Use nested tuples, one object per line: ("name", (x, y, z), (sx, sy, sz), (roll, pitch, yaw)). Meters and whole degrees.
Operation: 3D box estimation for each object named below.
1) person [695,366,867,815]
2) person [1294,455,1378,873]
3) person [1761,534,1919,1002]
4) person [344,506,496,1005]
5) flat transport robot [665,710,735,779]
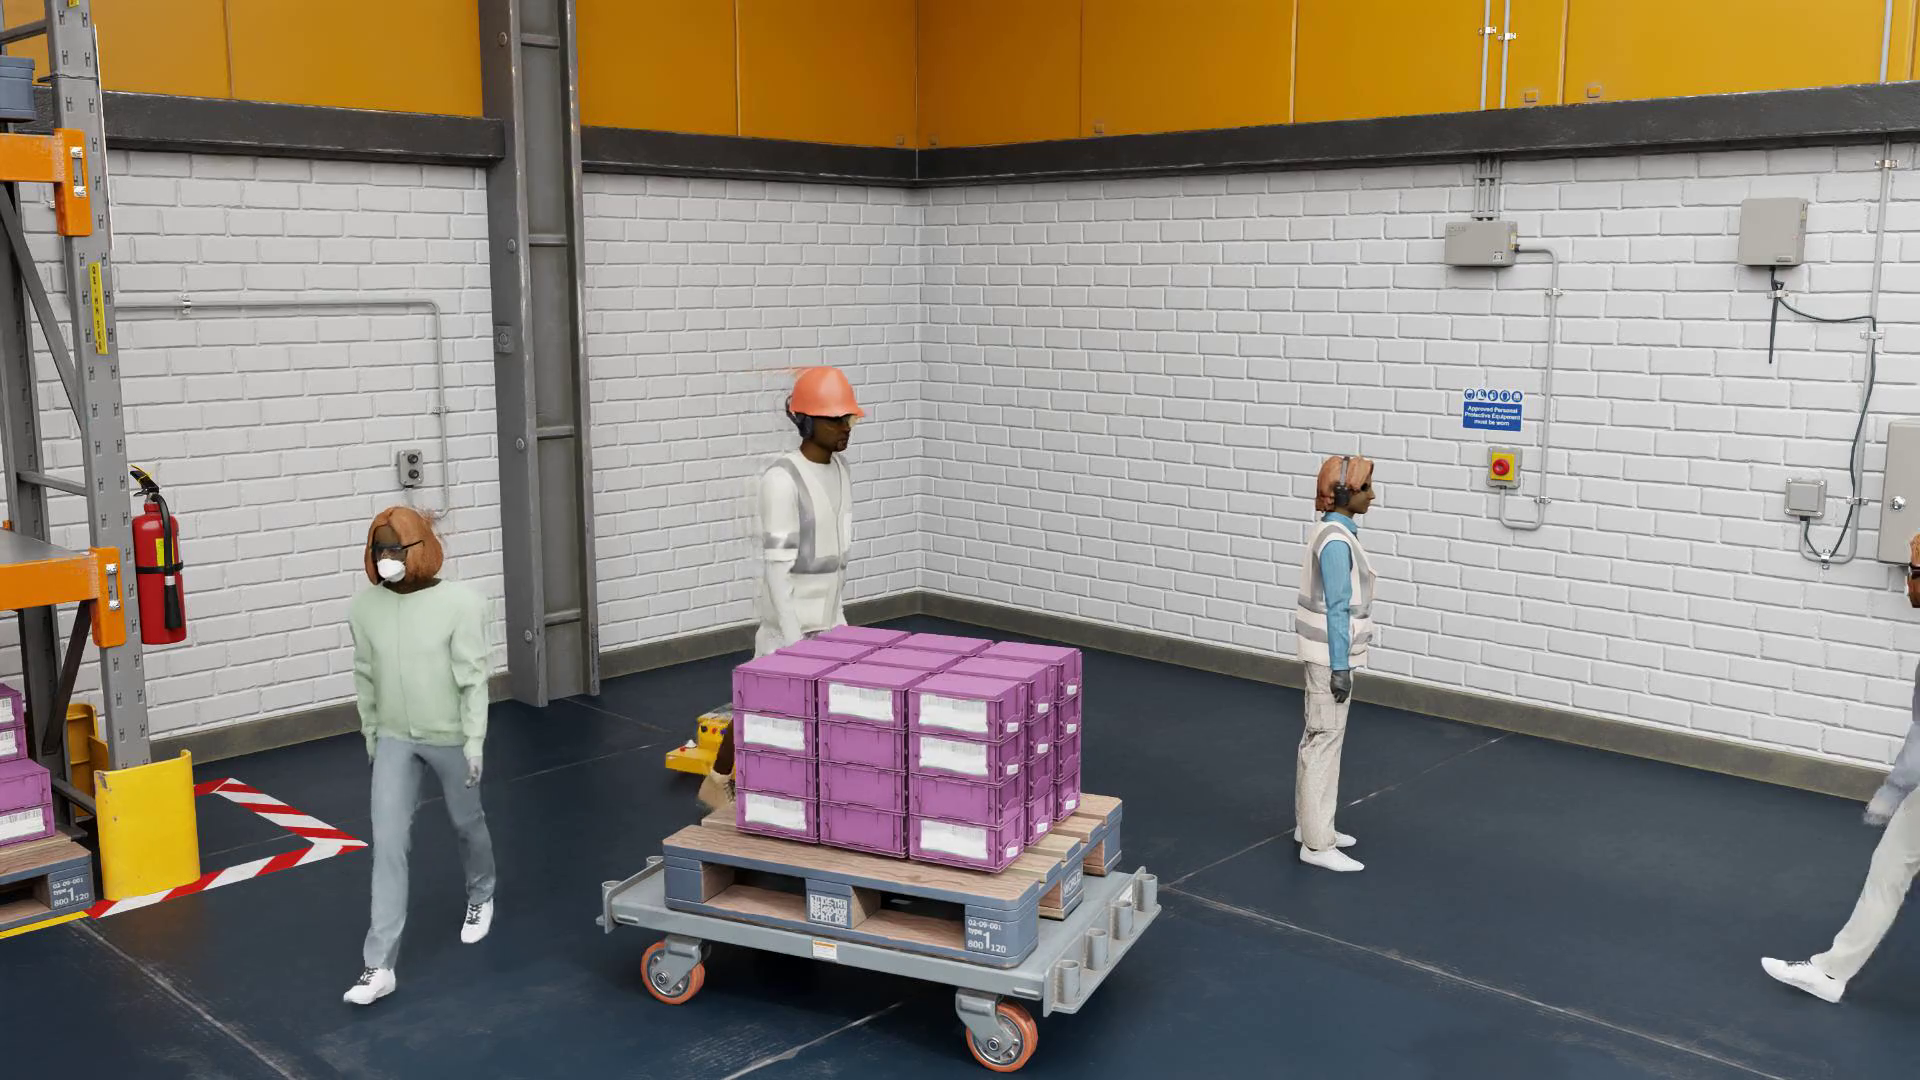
("person", (-0.684, 0.278, 6.795), (1.051, 1.992, 0.621), (5, 11, 29))
("person", (1.486, 0.478, 6.608), (0.310, 1.638, 0.522), (1, 9, 9))
("person", (3.001, 0.754, 5.081), (0.850, 1.582, 0.507), (4, 10, 25))
("person", (-1.797, 0.671, 5.573), (0.515, 1.586, 0.850), (1, 9, 6))
("flat transport robot", (-0.766, 0.898, 8.219), (0.652, 0.197, 1.431), (5, 10, 26))
